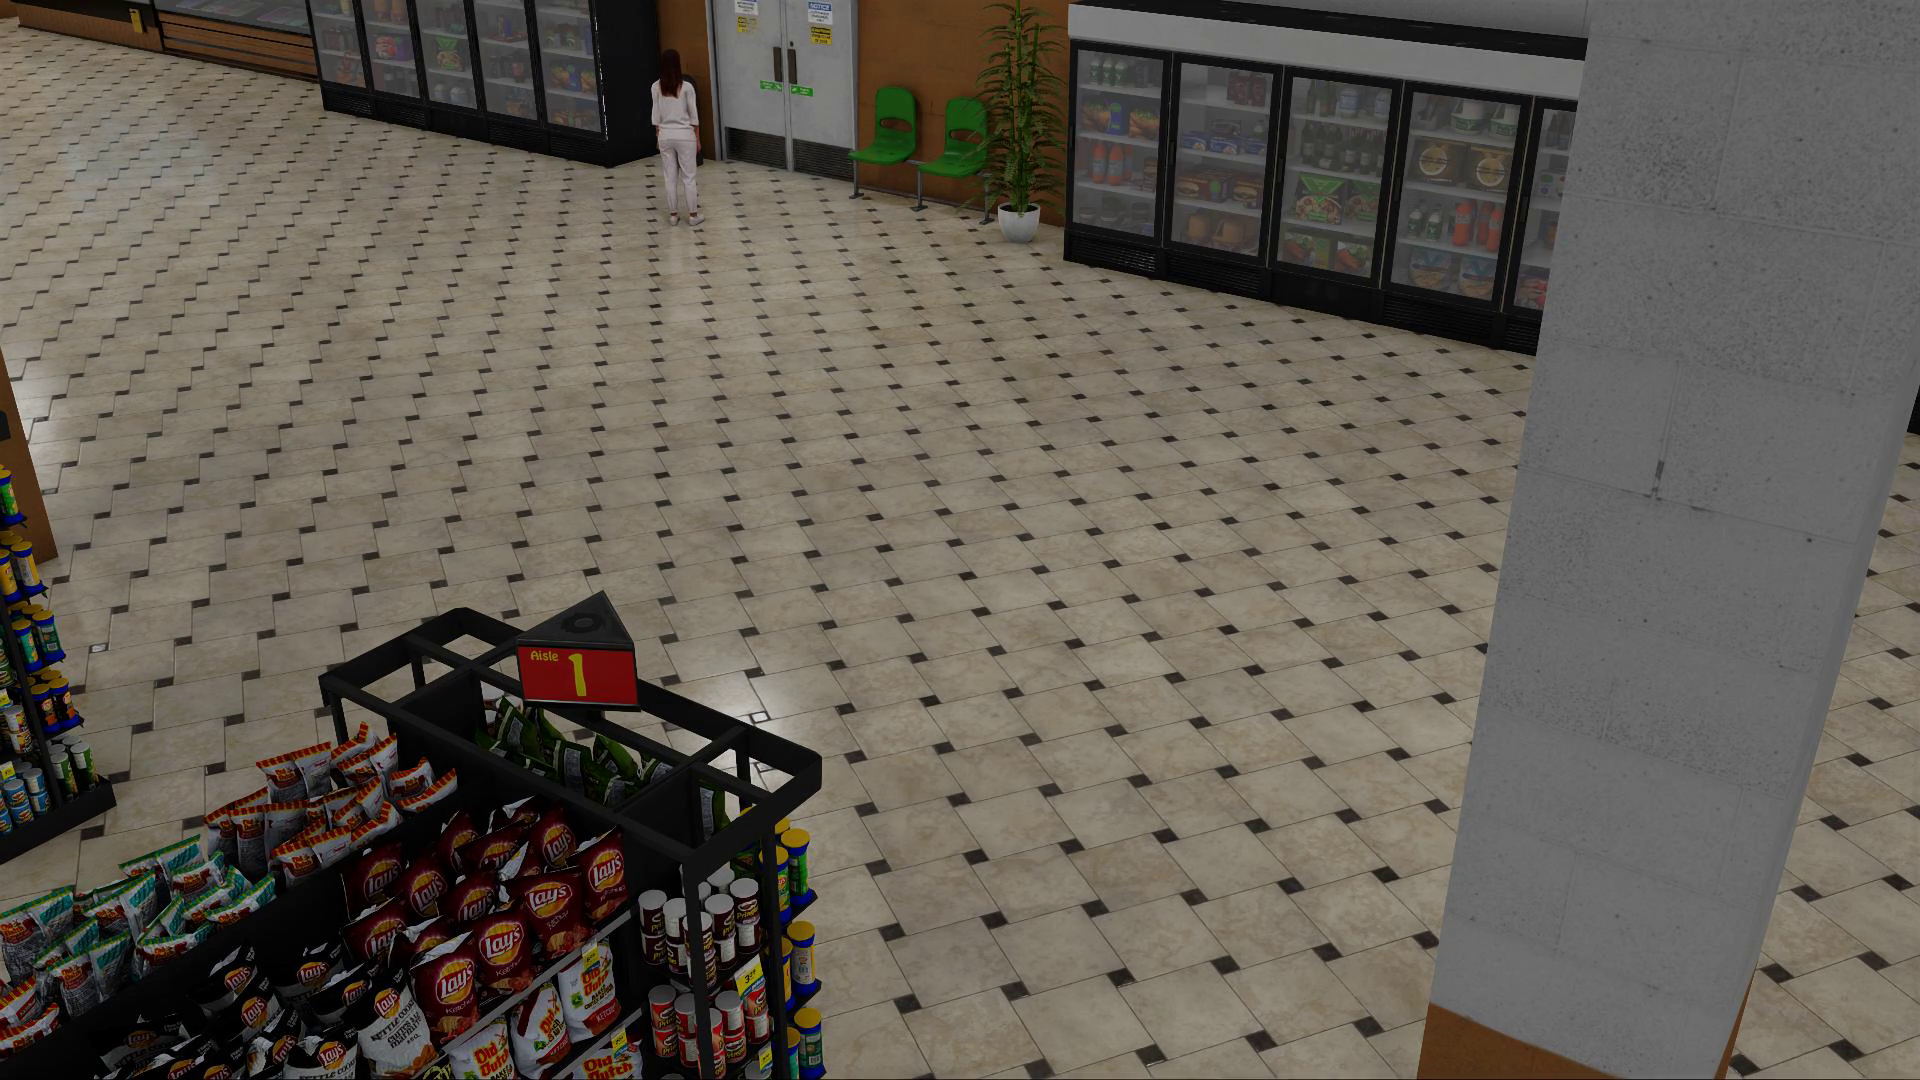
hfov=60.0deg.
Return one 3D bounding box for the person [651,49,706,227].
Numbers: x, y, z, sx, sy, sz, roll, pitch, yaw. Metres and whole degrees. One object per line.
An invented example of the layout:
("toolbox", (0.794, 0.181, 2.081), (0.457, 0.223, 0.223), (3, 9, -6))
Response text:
("person", (-2.749, -3.908, 16.162), (0.683, 1.688, 0.687), (3, 27, 5))
